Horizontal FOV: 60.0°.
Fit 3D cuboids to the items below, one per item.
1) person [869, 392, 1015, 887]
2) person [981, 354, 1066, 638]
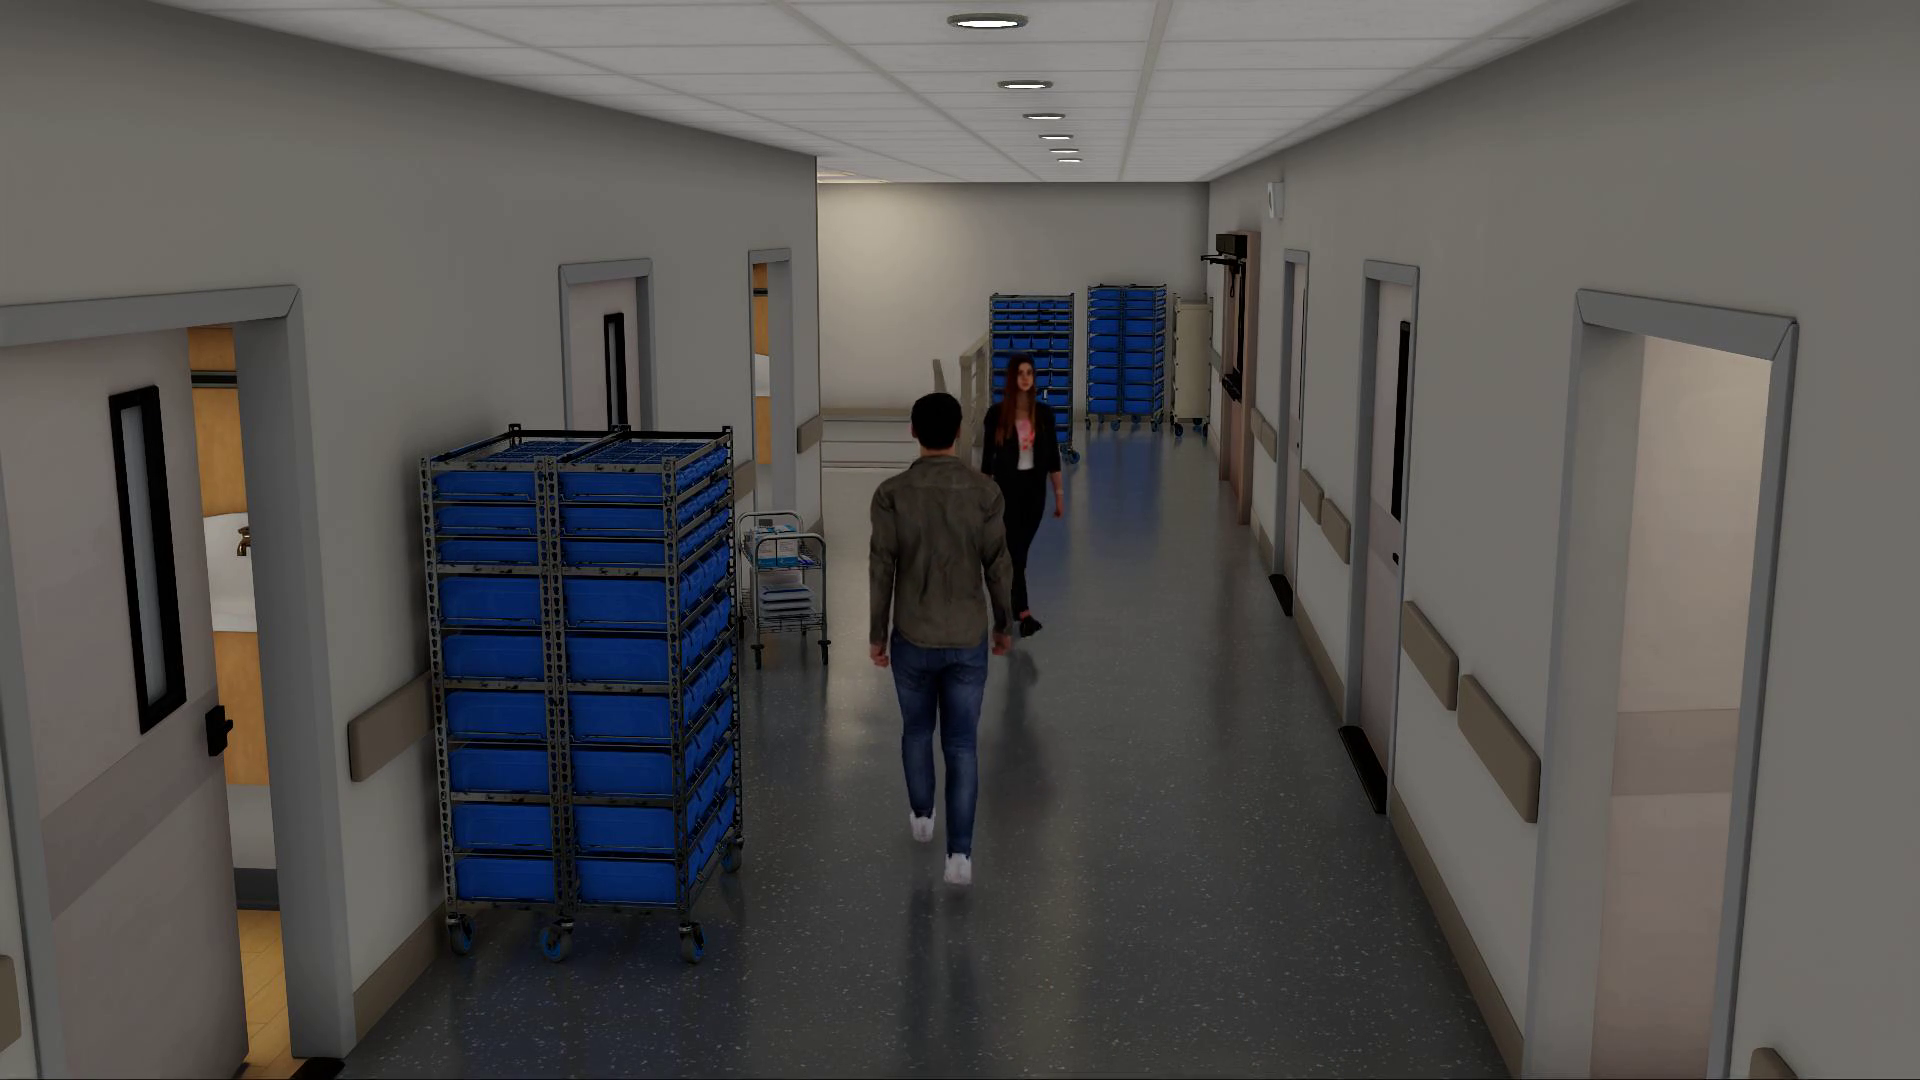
[{"bbox_3d":[-0.066,0.398,6.210,0.840,1.839,1.212,-1,11,-4],"label":"person"},{"bbox_3d":[0.349,-0.265,10.169,0.884,1.666,1.200,-3,11,-14],"label":"person"}]
